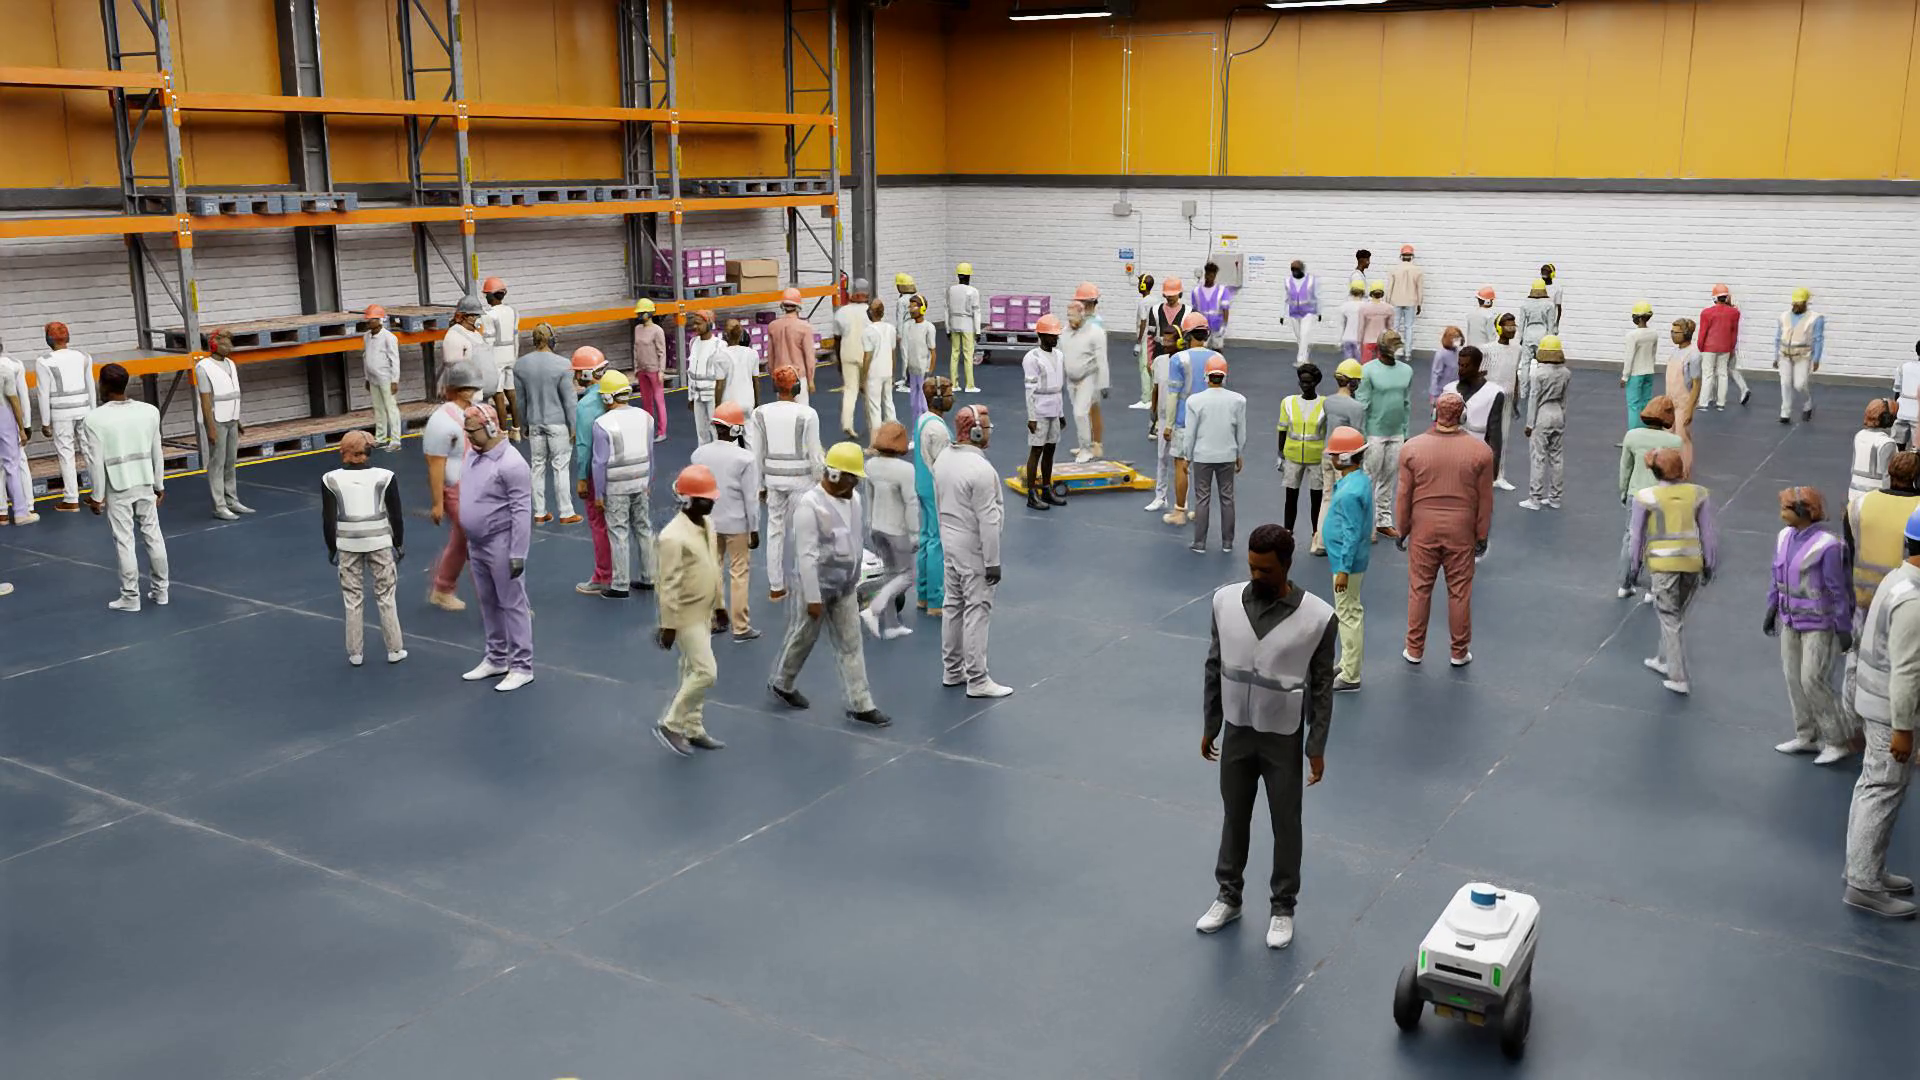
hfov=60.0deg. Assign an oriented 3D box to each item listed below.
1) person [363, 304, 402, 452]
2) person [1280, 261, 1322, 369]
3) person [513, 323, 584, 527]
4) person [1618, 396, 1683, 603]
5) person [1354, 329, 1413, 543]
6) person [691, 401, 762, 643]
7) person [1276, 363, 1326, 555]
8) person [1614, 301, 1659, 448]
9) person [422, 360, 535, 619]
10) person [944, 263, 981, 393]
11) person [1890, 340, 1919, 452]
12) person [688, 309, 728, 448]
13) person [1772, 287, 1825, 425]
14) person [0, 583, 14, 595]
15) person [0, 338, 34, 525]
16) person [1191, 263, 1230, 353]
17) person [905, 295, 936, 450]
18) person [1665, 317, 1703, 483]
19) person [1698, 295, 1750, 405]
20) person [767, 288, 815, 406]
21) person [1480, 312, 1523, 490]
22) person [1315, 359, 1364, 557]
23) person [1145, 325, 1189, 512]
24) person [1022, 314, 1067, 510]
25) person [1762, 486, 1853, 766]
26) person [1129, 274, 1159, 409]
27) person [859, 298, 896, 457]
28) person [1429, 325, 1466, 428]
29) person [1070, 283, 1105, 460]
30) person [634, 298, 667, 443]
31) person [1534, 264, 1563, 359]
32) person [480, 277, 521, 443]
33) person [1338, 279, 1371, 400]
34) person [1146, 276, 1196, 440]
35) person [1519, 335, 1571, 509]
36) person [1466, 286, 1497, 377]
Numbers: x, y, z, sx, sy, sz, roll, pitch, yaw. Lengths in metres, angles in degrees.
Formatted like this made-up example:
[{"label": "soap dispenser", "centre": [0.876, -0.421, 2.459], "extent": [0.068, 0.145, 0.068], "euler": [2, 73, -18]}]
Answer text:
[{"label": "person", "centre": [-6.900, -1.928, 19.790], "extent": [0.564, 1.755, 0.329], "euler": [9, 16, 33]}, {"label": "person", "centre": [5.633, -3.729, 27.565], "extent": [0.639, 1.779, 0.886], "euler": [8, 15, 30]}, {"label": "person", "centre": [-3.887, -1.082, 15.725], "extent": [0.628, 1.940, 0.373], "euler": [4, 13, 15]}, {"label": "person", "centre": [5.440, -0.325, 13.106], "extent": [0.277, 1.632, 0.507], "euler": [-10, 16, -36]}, {"label": "person", "centre": [3.851, -0.946, 15.132], "extent": [0.629, 1.940, 0.372], "euler": [-7, 15, -28]}, {"label": "person", "centre": [-1.667, -0.136, 12.046], "extent": [0.568, 1.743, 0.350], "euler": [7, 15, 29]}, {"label": "person", "centre": [3.048, -0.714, 14.655], "extent": [0.542, 1.695, 0.316], "euler": [6, 14, 23]}, {"label": "person", "centre": [8.144, -1.981, 19.998], "extent": [0.526, 1.769, 0.328], "euler": [-7, 15, -28]}, {"label": "person", "centre": [-3.713, -0.408, 12.574], "extent": [1.005, 2.000, 0.697], "euler": [4, 14, 16]}, {"label": "person", "centre": [0.051, -3.140, 24.674], "extent": [0.594, 1.926, 0.366], "euler": [7, 15, 28]}, {"label": "person", "centre": [9.766, -1.247, 16.994], "extent": [0.319, 1.687, 0.539], "euler": [-6, 14, -24]}, {"label": "person", "centre": [-2.692, -1.511, 17.707], "extent": [0.573, 1.883, 0.355], "euler": [10, 17, 38]}, {"label": "person", "centre": [10.892, -2.390, 21.660], "extent": [0.440, 1.816, 0.596], "euler": [-9, 16, -35]}, {"label": "person", "centre": [-7.926, -0.518, 13.150], "extent": [0.609, 1.997, 0.375], "euler": [3, 13, 12]}, {"label": "person", "centre": [-9.165, -1.088, 15.866], "extent": [0.338, 1.882, 0.583], "euler": [9, 16, 35]}, {"label": "person", "centre": [3.765, -3.225, 25.134], "extent": [0.599, 1.889, 1.054], "euler": [3, 13, 14]}, {"label": "person", "centre": [-0.489, -1.956, 19.666], "extent": [0.328, 1.872, 0.515], "euler": [-10, 16, -38]}, {"label": "person", "centre": [7.457, -1.385, 17.244], "extent": [0.327, 1.842, 0.517], "euler": [-1, 13, -5]}, {"label": "person", "centre": [10.846, -2.709, 23.517], "extent": [0.535, 1.600, 0.748], "euler": [-6, 14, -25]}, {"label": "person", "centre": [-1.914, -1.880, 19.062], "extent": [0.612, 1.993, 0.400], "euler": [7, 15, 27]}, {"label": "person", "centre": [5.659, -1.442, 17.425], "extent": [0.515, 1.877, 0.328], "euler": [-5, 14, -19]}, {"label": "person", "centre": [3.315, -0.684, 14.405], "extent": [0.341, 1.760, 0.531], "euler": [-6, 14, -23]}, {"label": "person", "centre": [2.090, -1.178, 16.319], "extent": [0.535, 1.858, 0.312], "euler": [9, 16, 34]}, {"label": "person", "centre": [0.868, -1.274, 16.557], "extent": [0.362, 1.938, 0.545], "euler": [11, 17, 39]}, {"label": "person", "centre": [4.897, 0.482, 9.646], "extent": [0.408, 1.609, 0.541], "euler": [-2, 13, -7]}, {"label": "person", "centre": [2.572, -2.759, 23.148], "extent": [0.329, 1.872, 0.511], "euler": [8, 15, 30]}, {"label": "person", "centre": [-0.963, -1.897, 19.465], "extent": [0.505, 1.845, 0.346], "euler": [-12, 18, -42]}, {"label": "person", "centre": [5.548, -1.646, 18.901], "extent": [0.574, 1.605, 0.327], "euler": [-12, 17, -41]}, {"label": "person", "centre": [1.468, -1.940, 19.217], "extent": [0.390, 2.040, 0.614], "euler": [-2, 13, -8]}, {"label": "person", "centre": [-3.817, -2.074, 20.403], "extent": [0.523, 1.769, 0.323], "euler": [11, 17, 39]}, {"label": "person", "centre": [8.957, -3.292, 25.485], "extent": [0.328, 1.861, 0.519], "euler": [-9, 16, -33]}, {"label": "person", "centre": [-5.595, -2.158, 20.162], "extent": [0.374, 2.042, 0.615], "euler": [5, 14, 22]}, {"label": "person", "centre": [5.648, -2.845, 23.759], "extent": [0.557, 1.752, 0.460], "euler": [10, 16, 36]}, {"label": "person", "centre": [2.588, -2.227, 20.474], "extent": [0.606, 2.038, 0.382], "euler": [4, 13, 15]}, {"label": "person", "centre": [5.833, -1.172, 16.566], "extent": [0.480, 1.734, 0.334], "euler": [-6, 14, -26]}, {"label": "person", "centre": [7.059, -2.545, 22.473], "extent": [0.324, 1.752, 0.560], "euler": [-4, 14, -19]}]
